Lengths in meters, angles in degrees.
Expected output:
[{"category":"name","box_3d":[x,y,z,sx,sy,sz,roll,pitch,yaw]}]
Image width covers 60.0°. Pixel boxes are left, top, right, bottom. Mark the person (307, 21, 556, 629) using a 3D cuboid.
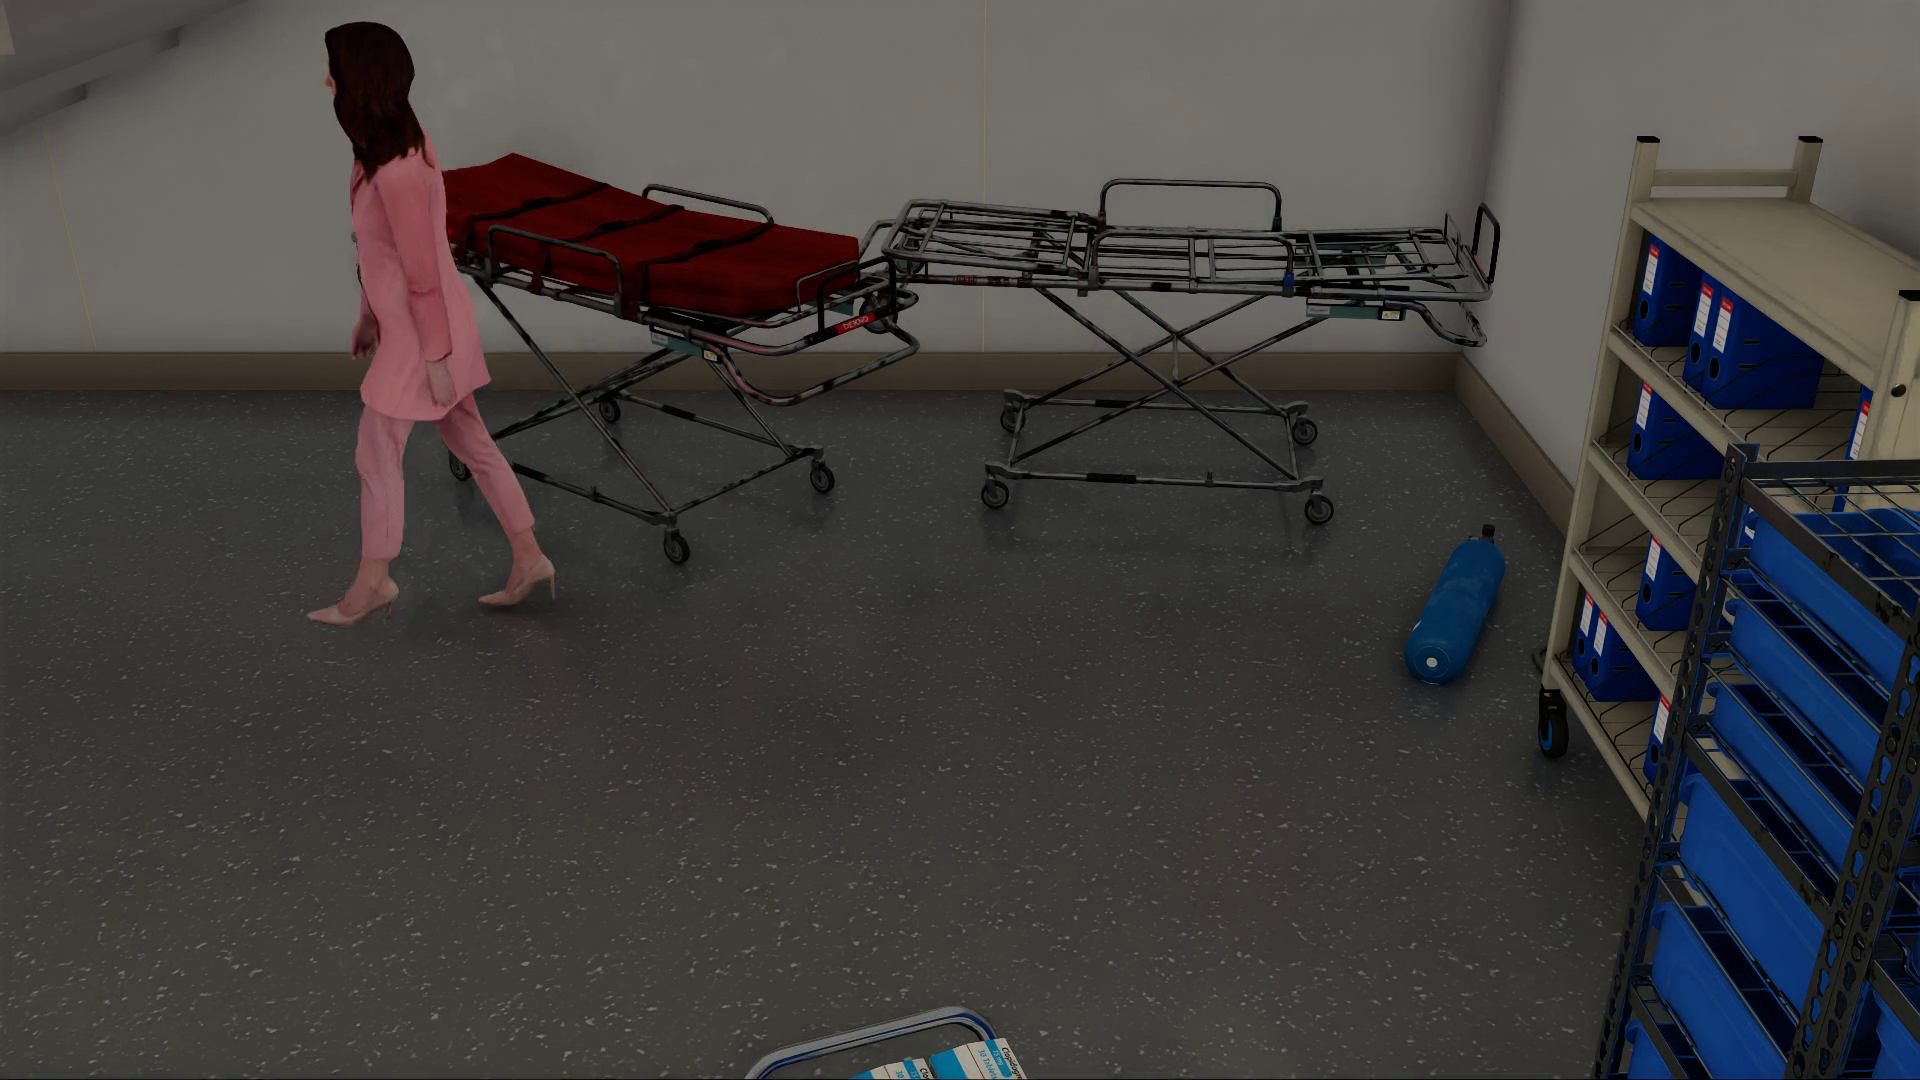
[{"category":"person","box_3d":[-1.444,-0.562,4.799,1.008,1.770,0.748,-4,26,-9]}]
